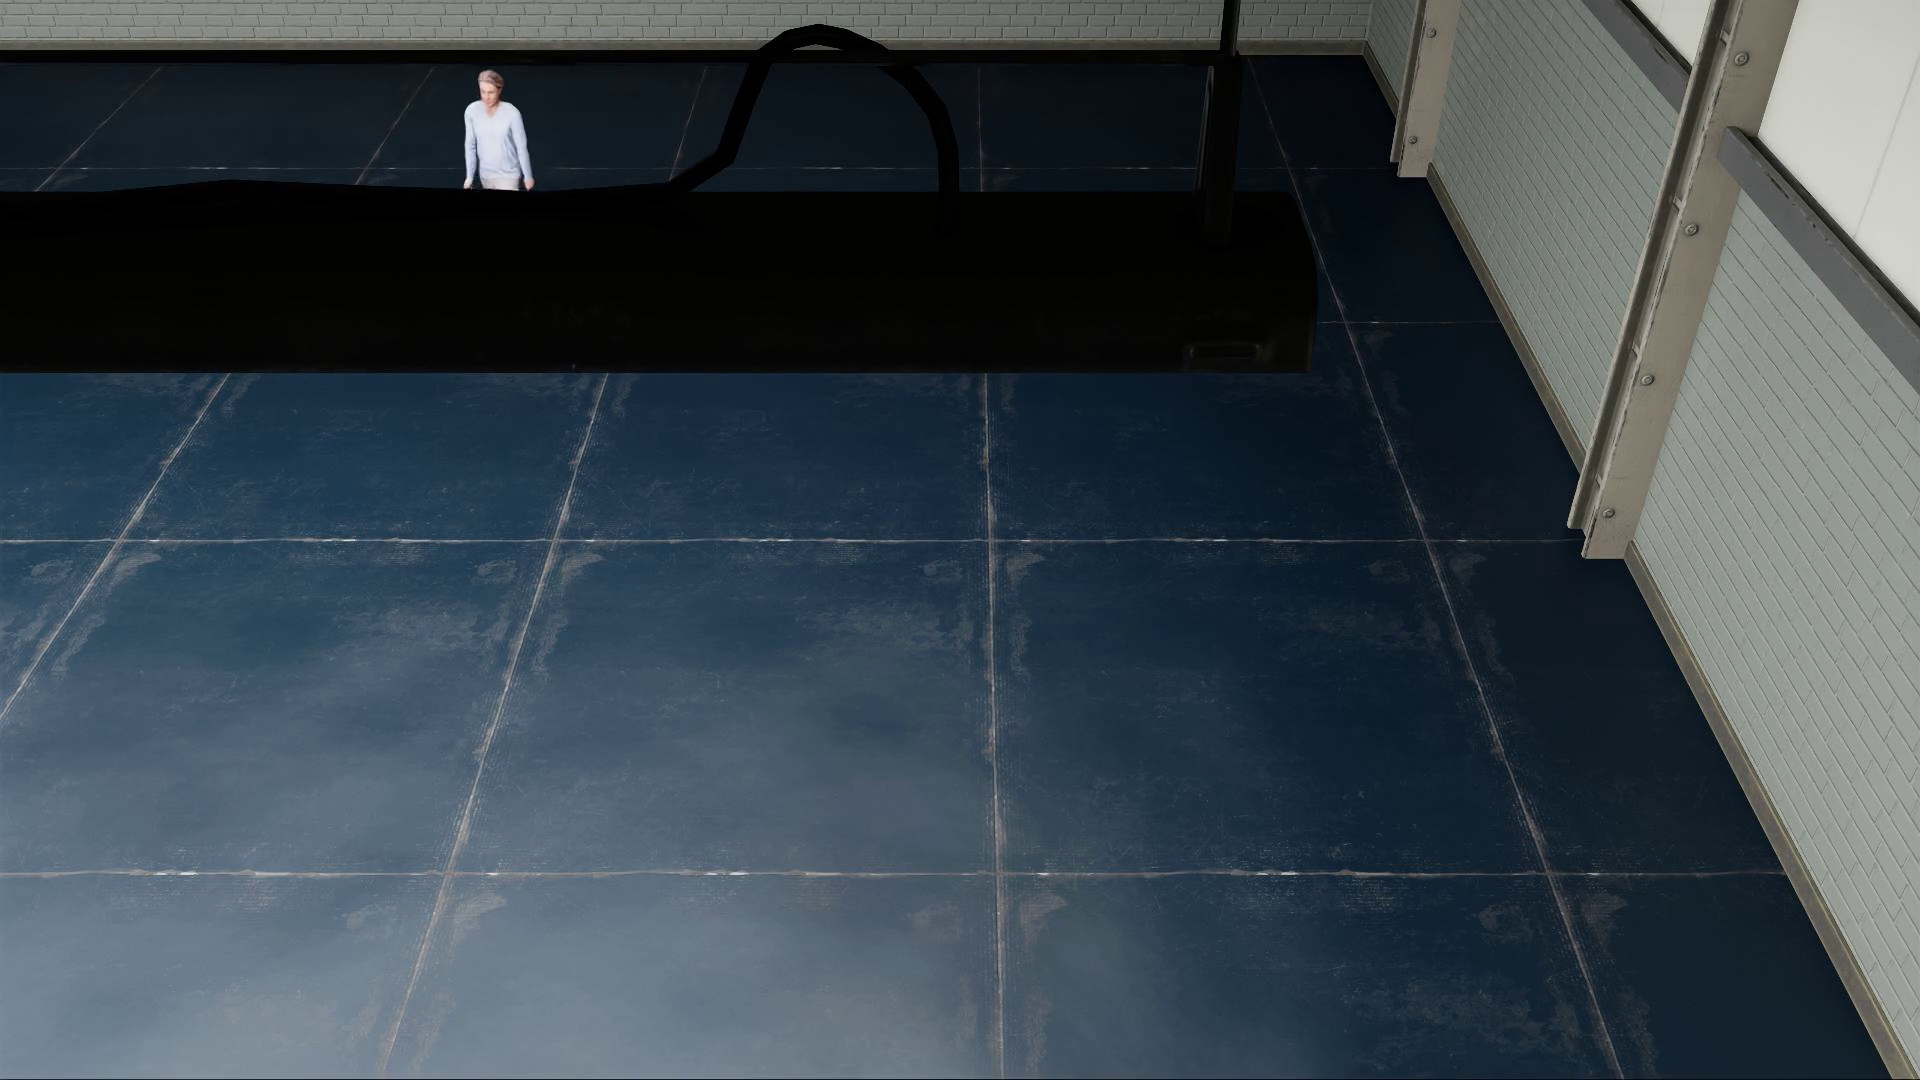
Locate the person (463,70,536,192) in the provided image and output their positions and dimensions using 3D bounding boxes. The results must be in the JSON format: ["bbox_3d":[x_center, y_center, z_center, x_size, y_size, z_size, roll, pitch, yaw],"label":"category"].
[{"bbox_3d":[-3.798,-3.066,13.951,0.917,1.848,1.328,11,39,15],"label":"person"}]
